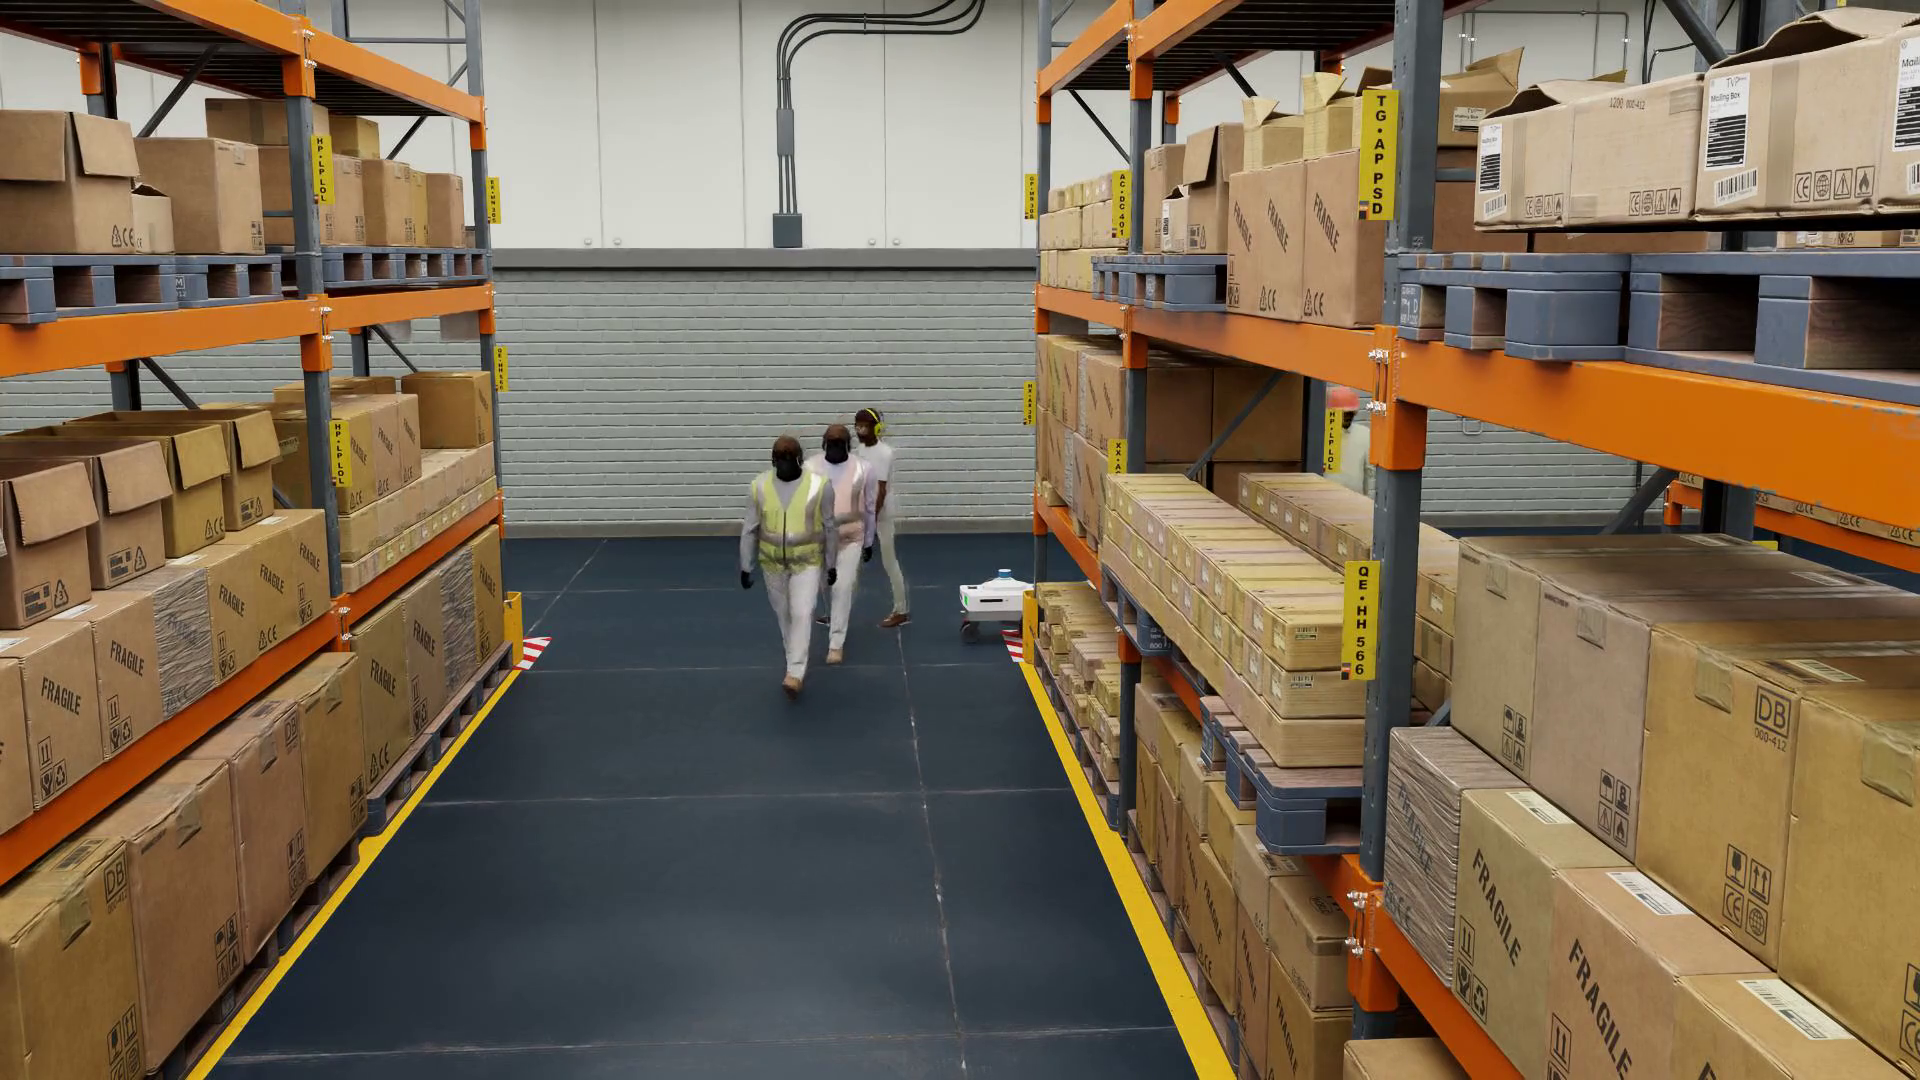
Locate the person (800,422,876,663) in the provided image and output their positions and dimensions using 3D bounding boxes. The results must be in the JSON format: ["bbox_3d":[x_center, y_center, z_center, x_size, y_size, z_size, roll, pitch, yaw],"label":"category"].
[{"bbox_3d":[-0.951,-0.023,12.794,0.629,1.808,0.899,1,10,6],"label":"person"}]

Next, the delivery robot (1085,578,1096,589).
[{"bbox_3d":[1.055,0.496,13.118,0.707,0.478,0.477,-6,11,-31],"label":"delivery robot"}]

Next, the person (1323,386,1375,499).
[{"bbox_3d":[3.204,-0.306,13.944,0.653,1.969,0.572,-2,10,-10],"label":"person"}]

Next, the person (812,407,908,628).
[{"bbox_3d":[-0.774,-0.155,13.500,0.880,1.827,0.501,-7,12,-37],"label":"person"}]

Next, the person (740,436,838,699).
[{"bbox_3d":[-1.213,0.187,11.557,0.659,1.792,0.952,1,10,8],"label":"person"}]

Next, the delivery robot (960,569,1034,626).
[{"bbox_3d":[0.354,0.476,13.232,0.707,0.478,0.477,-1,10,-5],"label":"delivery robot"}]
